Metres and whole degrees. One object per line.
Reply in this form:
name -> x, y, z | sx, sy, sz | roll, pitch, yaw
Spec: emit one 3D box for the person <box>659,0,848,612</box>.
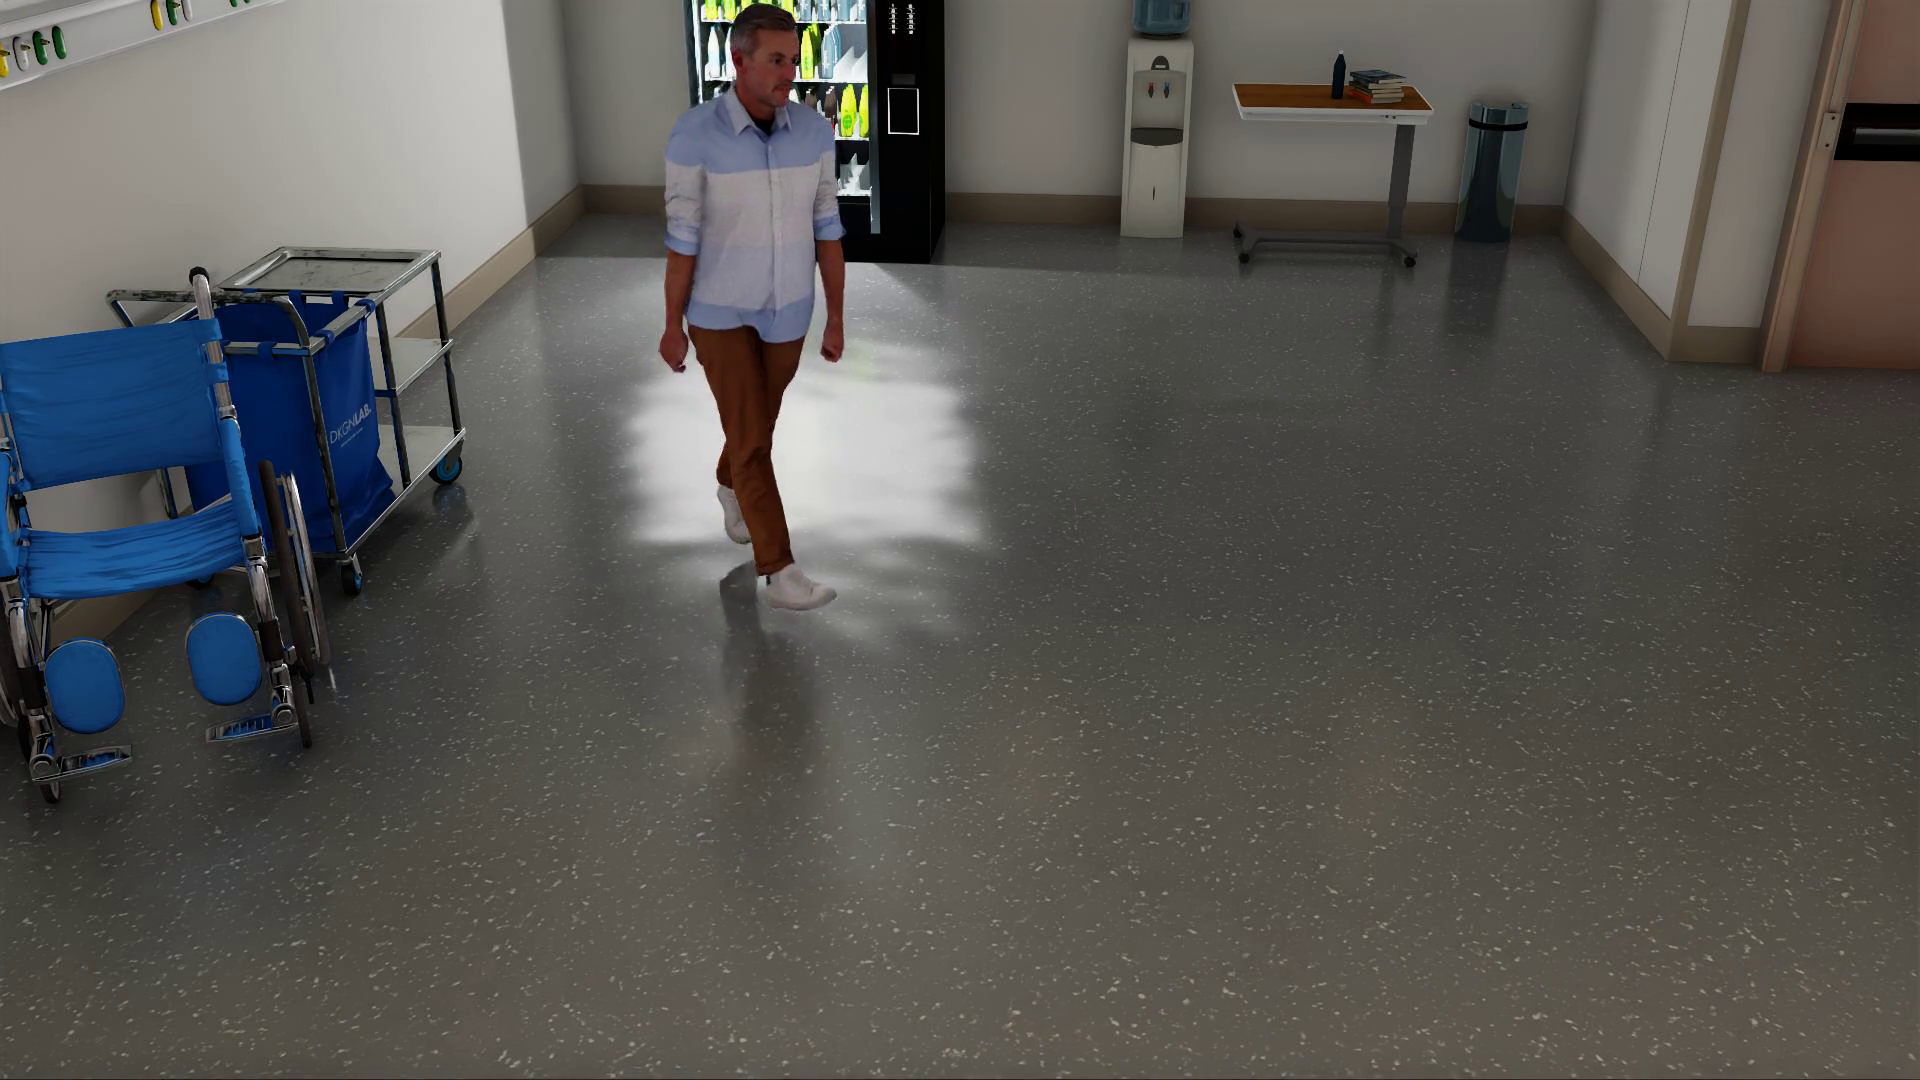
person -> -0.684, -0.718, 5.099 | 1.222, 1.781, 1.231 | -14, 29, -26
